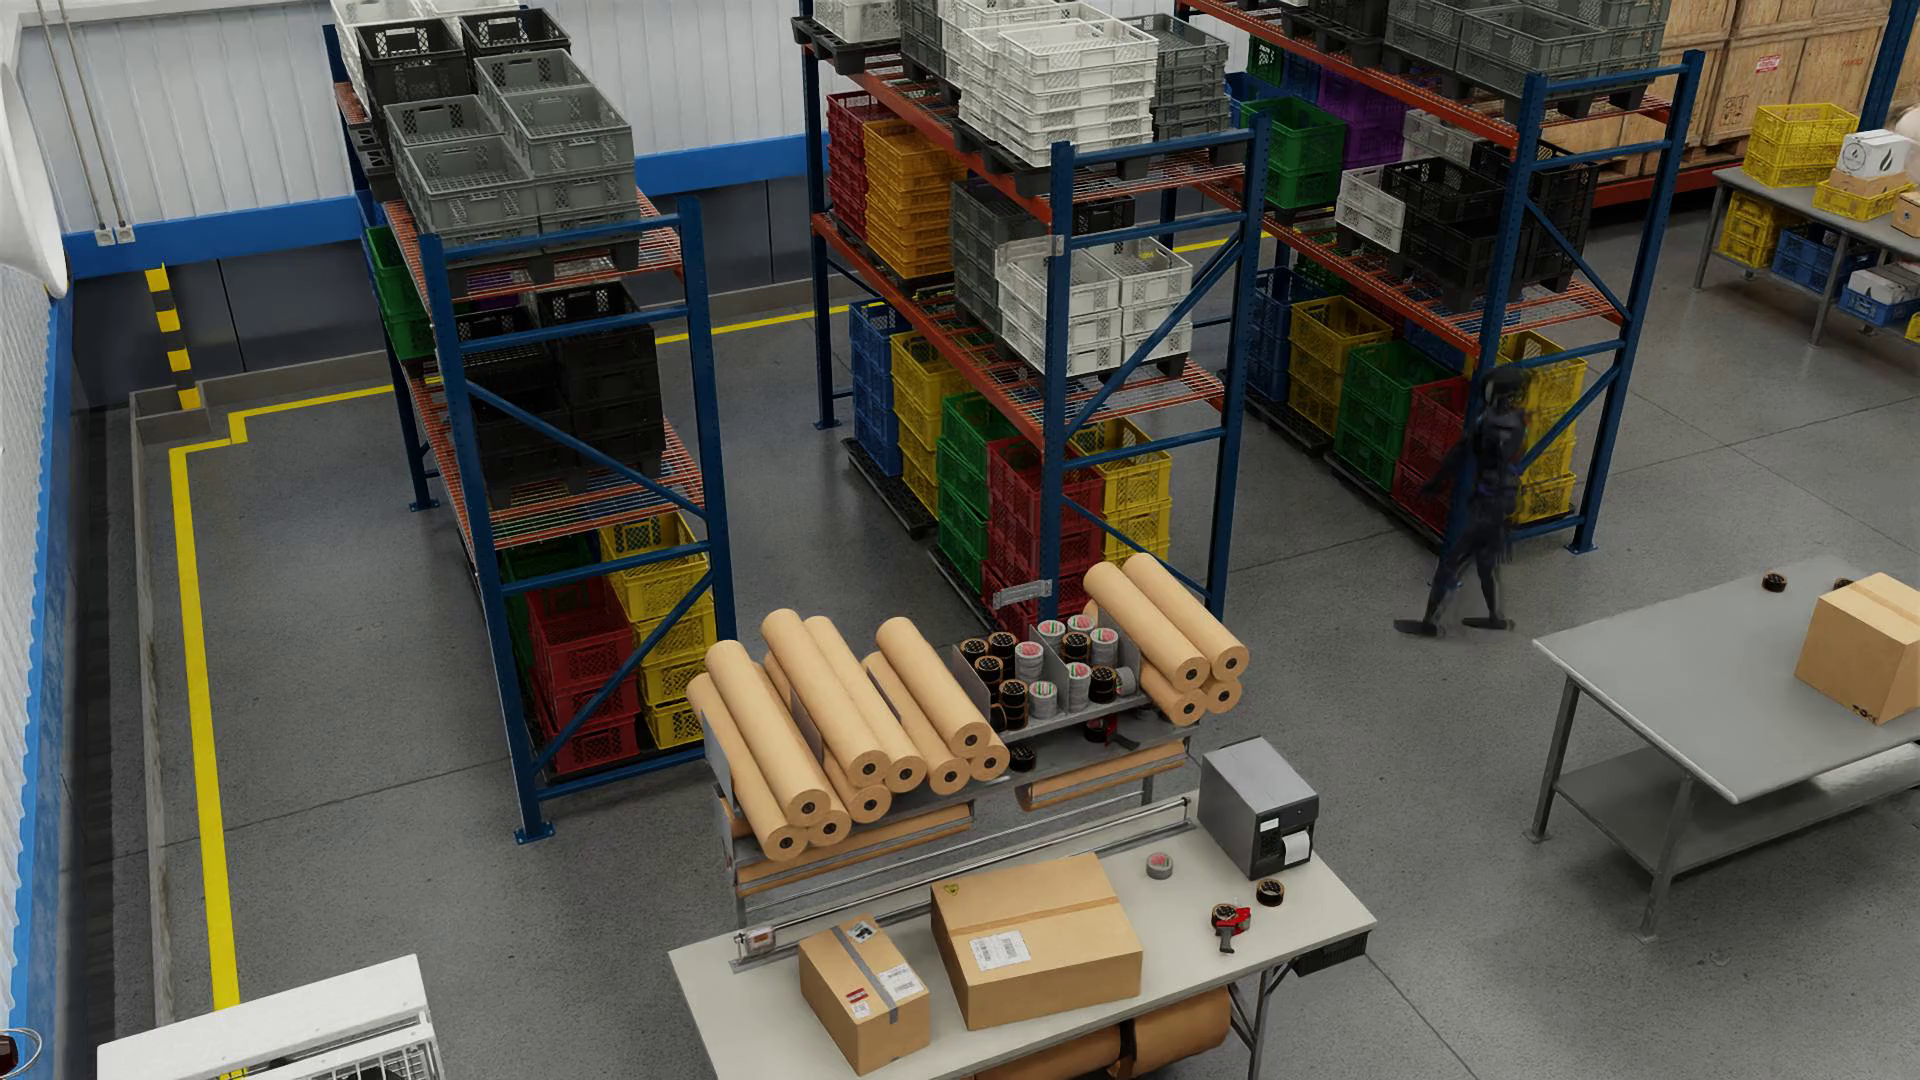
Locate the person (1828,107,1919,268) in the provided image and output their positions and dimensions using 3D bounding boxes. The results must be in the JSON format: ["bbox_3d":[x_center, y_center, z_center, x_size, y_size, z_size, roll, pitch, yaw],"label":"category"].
[{"bbox_3d":[7.282,-2.710,12.789,0.643,1.924,1.098,-10,33,-15],"label":"person"}]

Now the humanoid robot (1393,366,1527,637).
[{"bbox_3d":[2.756,-0.192,8.965,0.719,1.624,0.561,6,32,10],"label":"humanoid robot"}]
